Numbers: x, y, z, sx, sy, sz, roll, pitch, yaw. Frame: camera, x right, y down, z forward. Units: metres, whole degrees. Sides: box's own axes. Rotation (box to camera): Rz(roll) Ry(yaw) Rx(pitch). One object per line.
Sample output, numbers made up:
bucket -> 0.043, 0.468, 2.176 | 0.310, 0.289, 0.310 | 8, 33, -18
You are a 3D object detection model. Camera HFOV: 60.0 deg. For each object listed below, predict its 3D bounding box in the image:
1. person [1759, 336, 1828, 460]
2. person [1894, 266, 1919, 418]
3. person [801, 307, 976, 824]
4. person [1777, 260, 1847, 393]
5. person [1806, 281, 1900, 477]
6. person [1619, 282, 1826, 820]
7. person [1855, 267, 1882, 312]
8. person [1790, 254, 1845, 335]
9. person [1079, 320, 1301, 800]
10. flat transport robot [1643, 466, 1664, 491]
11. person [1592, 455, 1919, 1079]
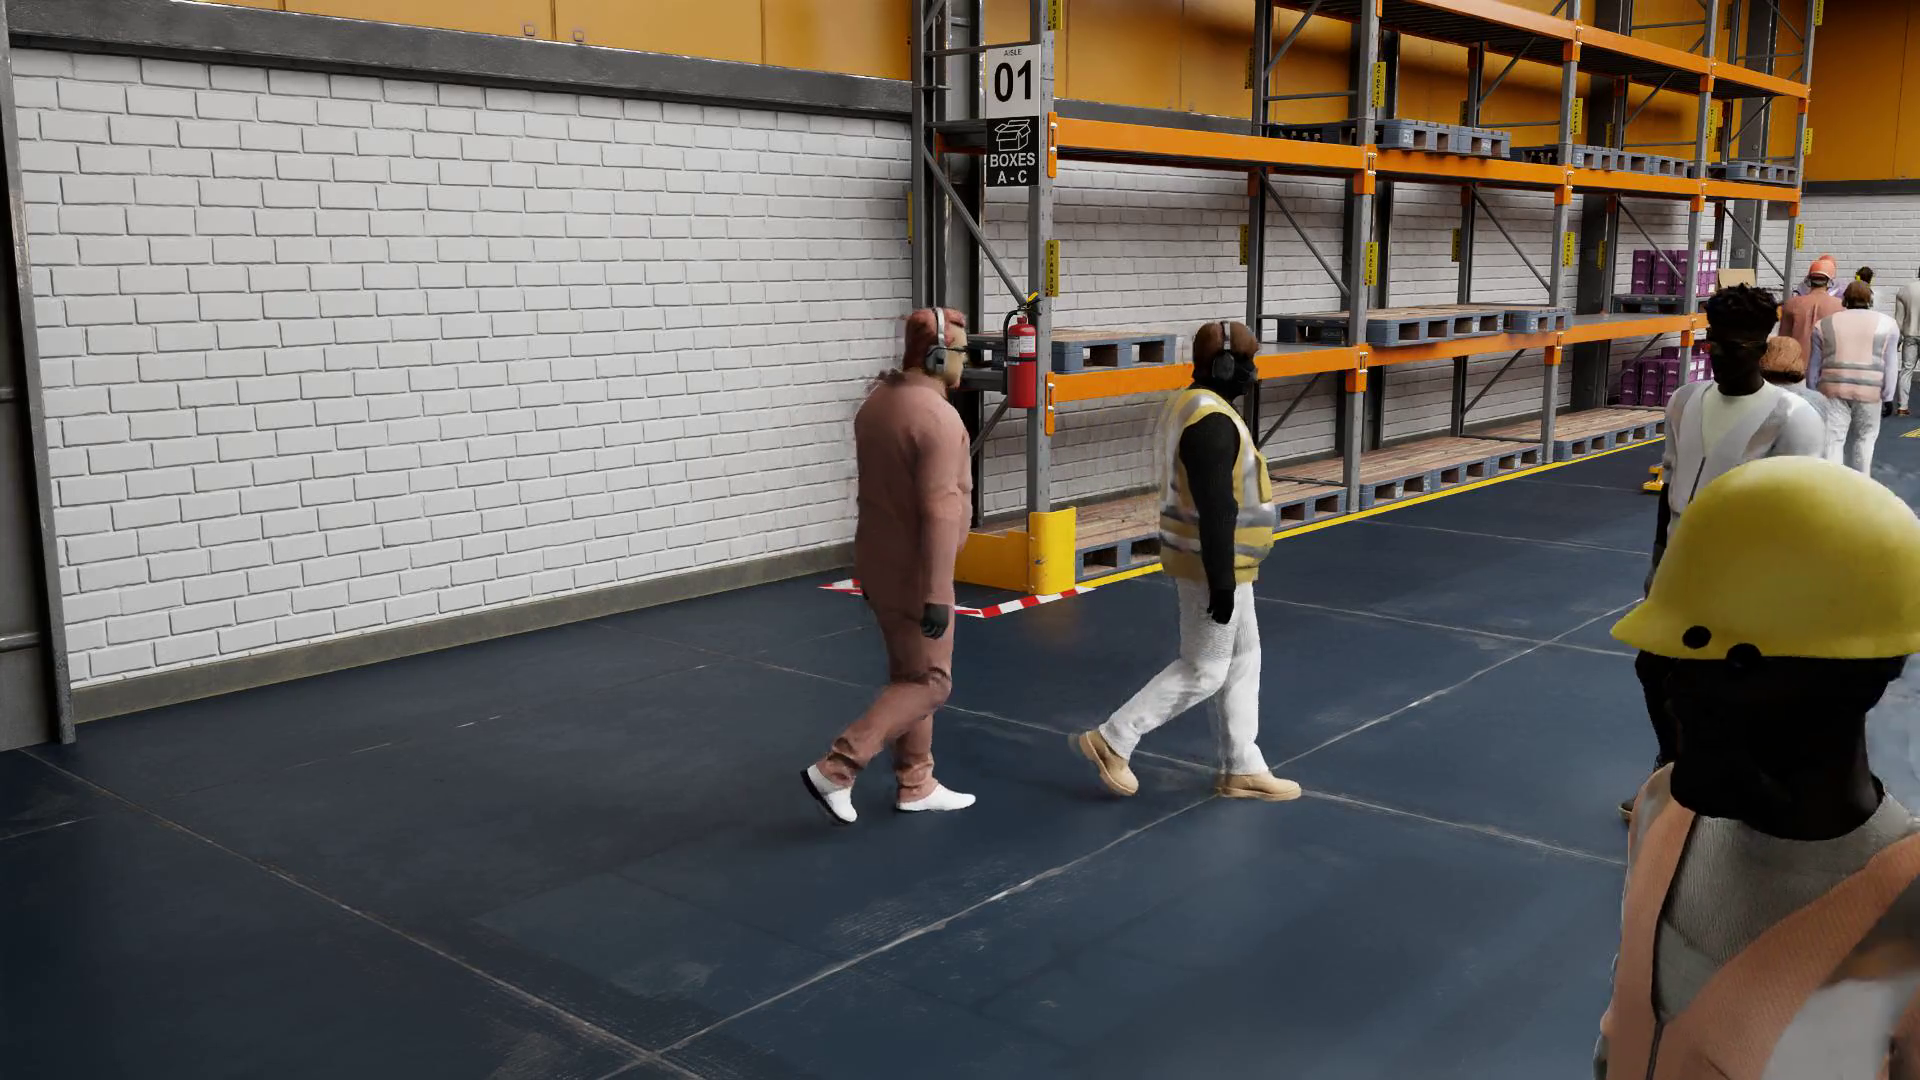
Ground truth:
person -> 4.419, -0.305, 9.059 | 0.530, 1.591, 0.817 | 5, 11, 27
person -> 11.787, -2.461, 20.404 | 0.374, 1.933, 0.627 | -7, 12, -36
person -> -0.242, 0.118, 5.877 | 0.645, 1.878, 0.696 | -4, 11, -24
person -> 8.065, -1.657, 15.763 | 0.612, 1.954, 0.883 | 5, 11, 26
person -> 7.172, -1.171, 13.400 | 0.653, 1.806, 0.824 | 6, 12, 30
person -> 2.605, 0.101, 5.727 | 0.438, 1.959, 0.652 | -4, 11, -24
person -> 12.055, -2.723, 22.262 | 0.494, 1.841, 0.725 | -1, 10, -6
person -> 11.689, -2.883, 22.664 | 0.936, 1.999, 0.635 | -9, 14, -43
person -> 0.875, 0.097, 6.182 | 0.752, 1.822, 0.628 | 1, 10, 8
flat transport robot -> 6.458, -0.568, 14.350 | 0.652, 0.197, 1.431 | 8, 13, 39
person -> 0.871, 0.842, 1.732 | 0.971, 1.889, 0.595 | -1, 10, -3
